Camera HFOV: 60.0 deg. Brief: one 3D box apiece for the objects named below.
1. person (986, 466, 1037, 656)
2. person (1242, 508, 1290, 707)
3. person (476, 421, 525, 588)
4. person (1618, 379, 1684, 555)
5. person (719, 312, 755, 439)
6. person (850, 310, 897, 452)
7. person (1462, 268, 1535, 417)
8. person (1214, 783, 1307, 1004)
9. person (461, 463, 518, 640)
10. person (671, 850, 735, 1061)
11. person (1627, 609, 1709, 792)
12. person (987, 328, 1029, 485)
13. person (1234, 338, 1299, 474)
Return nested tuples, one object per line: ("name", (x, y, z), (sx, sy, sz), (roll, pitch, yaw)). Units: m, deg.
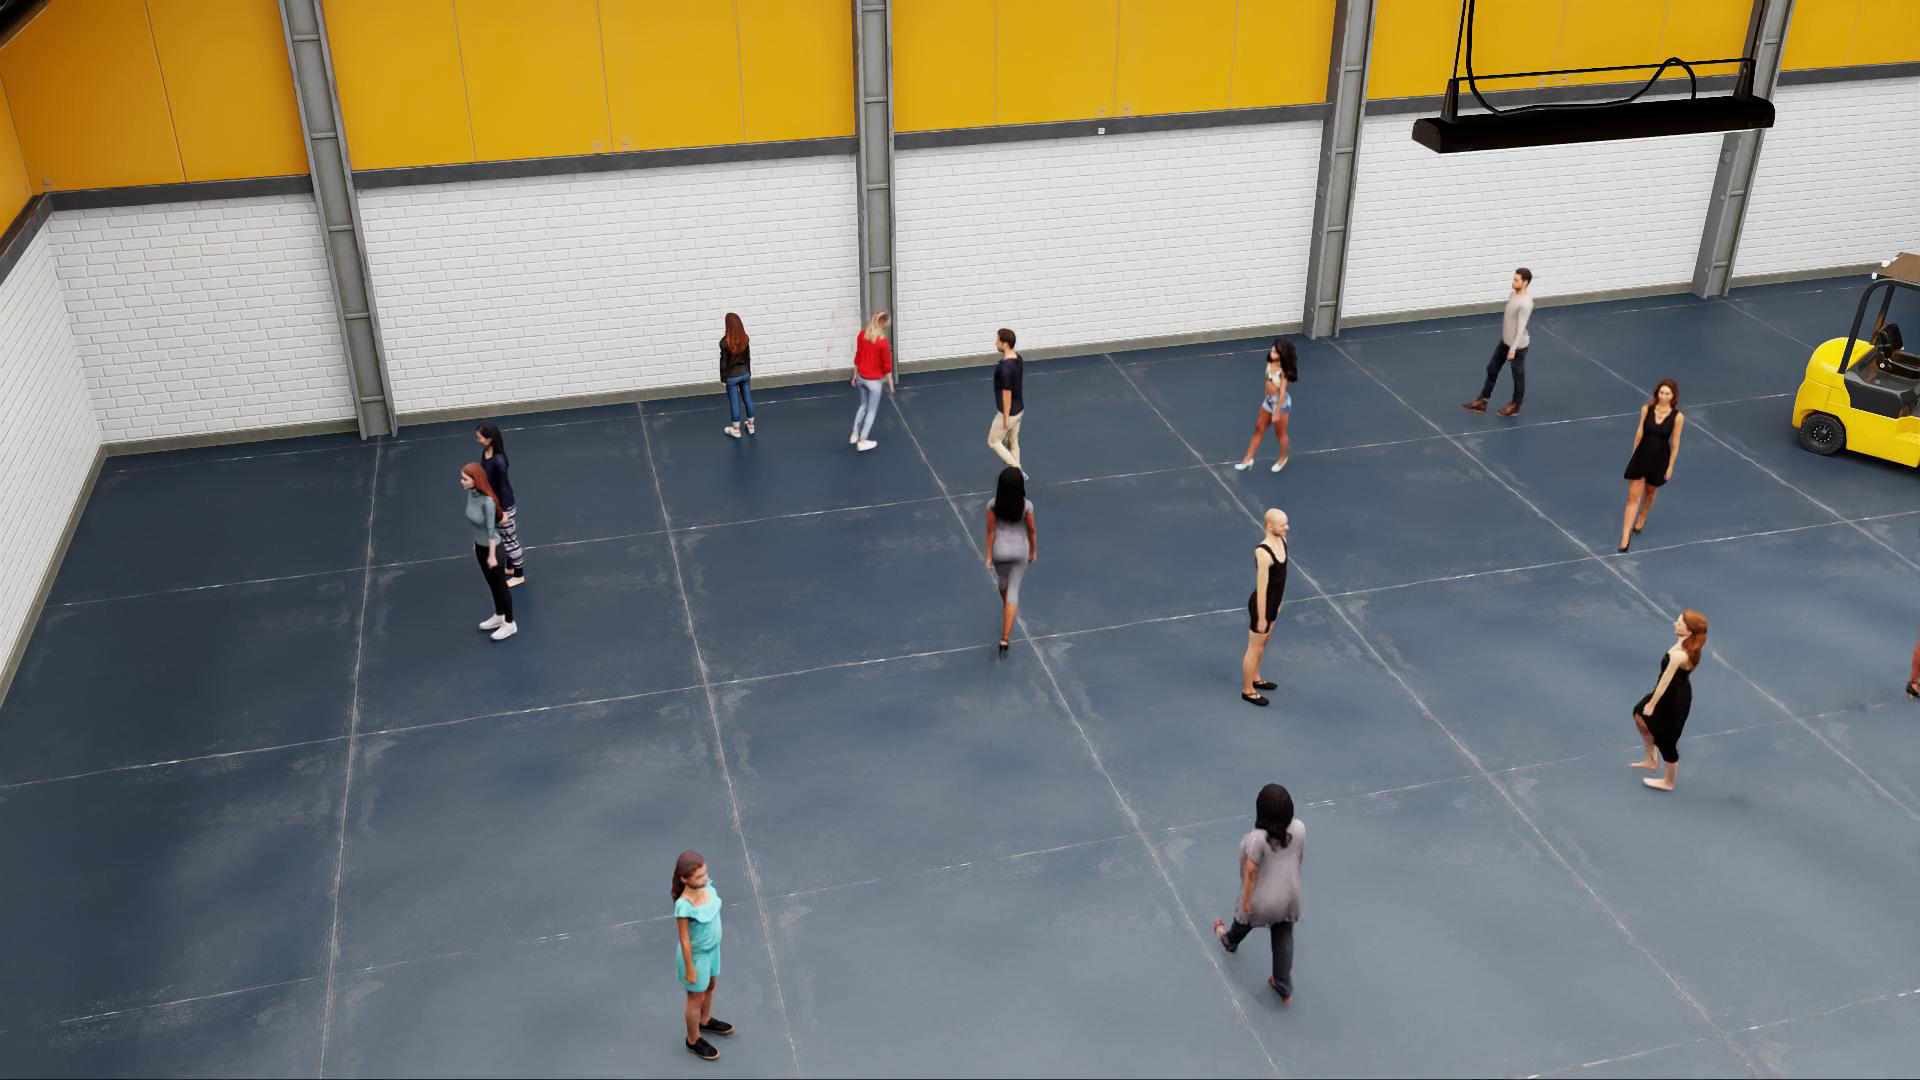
("person", (0.442, 0.224, 14.929), (1.133, 1.724, 0.951), (4, 29, 6))
("person", (2.609, 0.541, 14.251), (0.748, 1.815, 0.703), (13, 31, 23))
("person", (-4.423, -0.366, 16.001), (0.623, 1.732, 0.664), (-17, 33, -29))
("person", (6.967, -0.777, 16.693), (1.079, 1.790, 1.166), (17, 33, 28))
("person", (-2.552, -1.906, 19.087), (0.556, 1.481, 0.681), (-22, 35, -34))
("person", (-1.037, -1.760, 18.633), (0.782, 1.660, 0.806), (13, 31, 23))
("person", (6.551, -2.293, 19.416), (0.940, 1.844, 0.754), (-4, 29, -8))
("person", (2.111, 2.388, 11.123), (0.993, 1.568, 0.766), (-11, 30, -19))
("person", (-4.297, 0.083, 15.167), (0.647, 1.743, 0.640), (-22, 35, -34))
("person", (-1.673, 2.631, 10.689), (0.674, 1.558, 0.636), (9, 30, 17))
("person", (5.693, 1.293, 13.085), (0.810, 1.611, 0.750), (15, 32, 25))
("person", (0.613, -1.358, 17.709), (0.848, 1.838, 0.796), (11, 30, 19))
("person", (3.505, -1.453, 18.134), (0.890, 1.598, 0.669), (-12, 31, -20))
